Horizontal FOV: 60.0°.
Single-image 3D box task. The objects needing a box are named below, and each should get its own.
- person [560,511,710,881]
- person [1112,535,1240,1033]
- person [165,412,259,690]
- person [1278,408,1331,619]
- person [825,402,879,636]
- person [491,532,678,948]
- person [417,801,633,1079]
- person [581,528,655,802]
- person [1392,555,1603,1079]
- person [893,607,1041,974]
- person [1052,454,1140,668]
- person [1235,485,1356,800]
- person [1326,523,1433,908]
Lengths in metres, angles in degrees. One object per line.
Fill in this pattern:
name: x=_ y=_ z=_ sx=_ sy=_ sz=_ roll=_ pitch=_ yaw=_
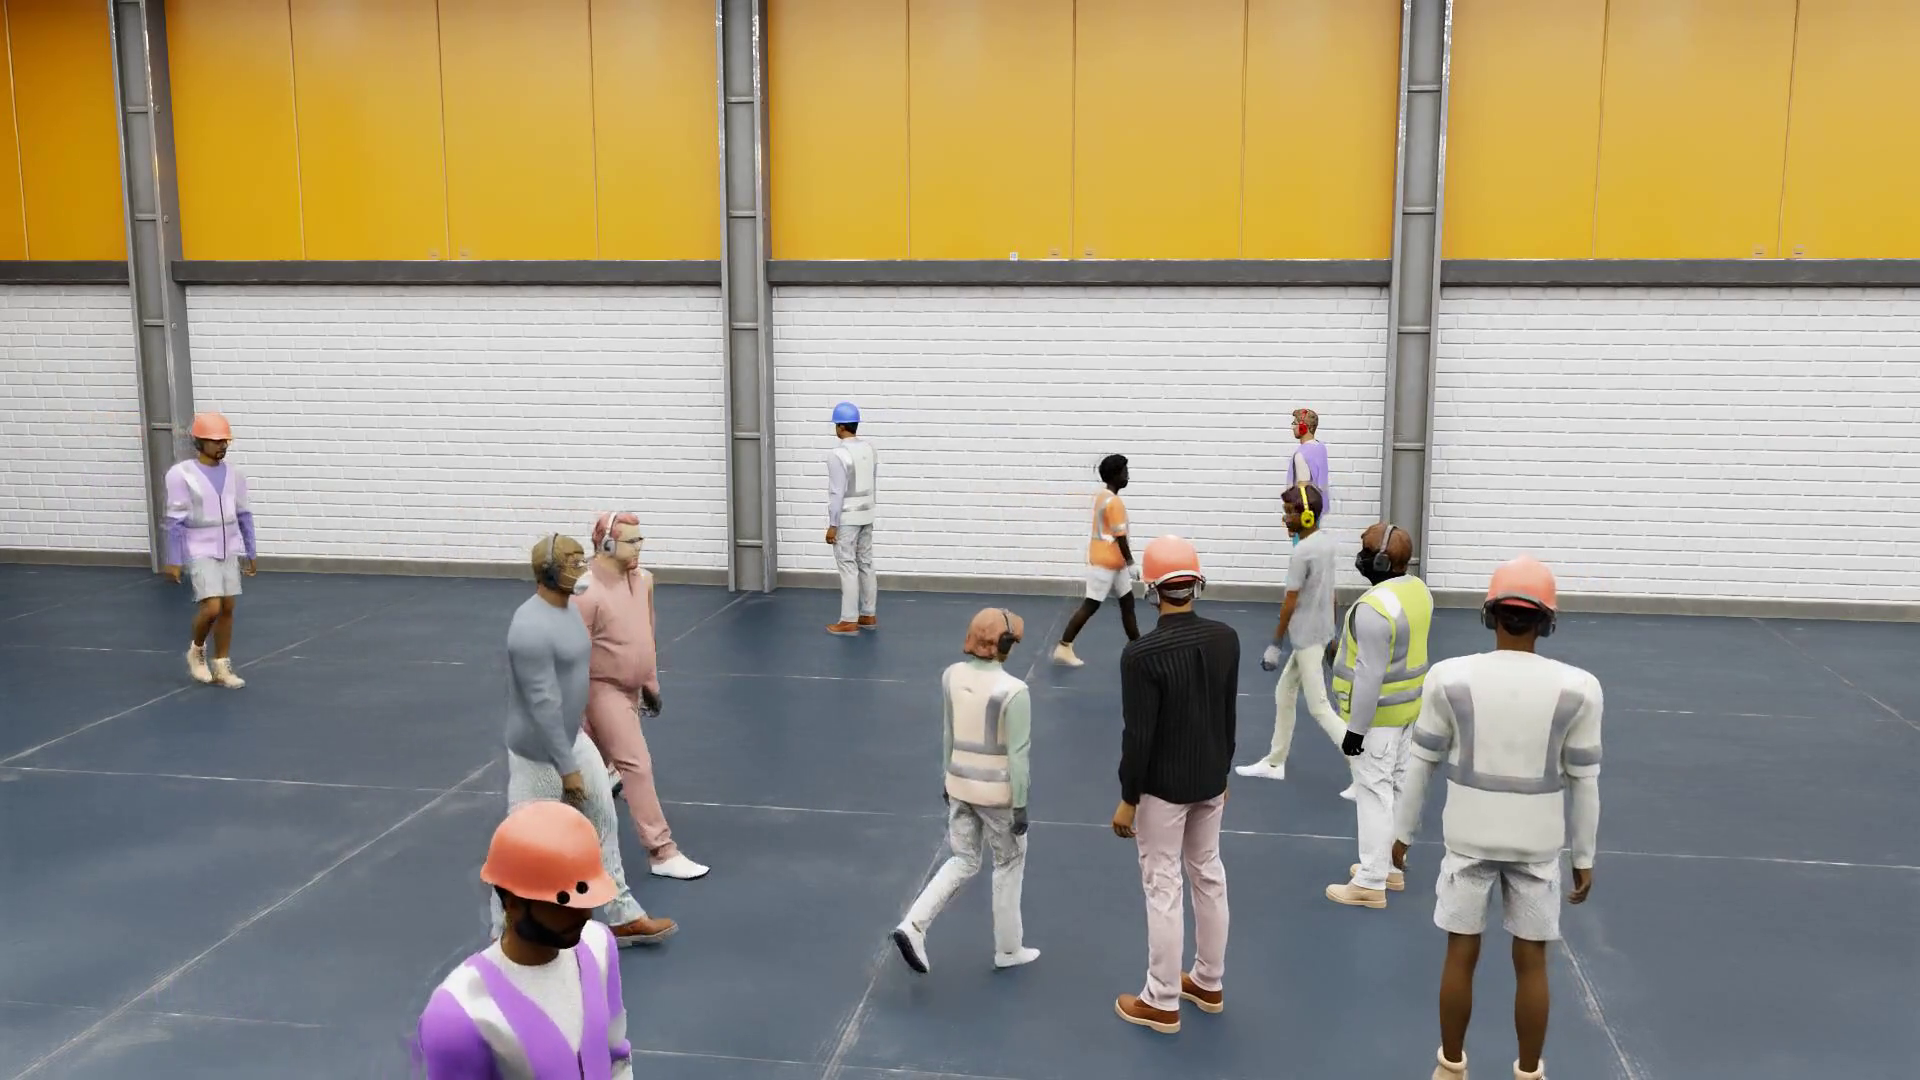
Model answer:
person: x=-1.759 y=0.765 z=8.397 sx=1.011 sy=1.851 sz=0.655 roll=2 pitch=9 yaw=14
person: x=0.854 y=0.970 z=6.667 sx=0.612 sy=1.991 sz=0.391 roll=-7 pitch=11 yaw=-37
person: x=-5.357 y=0.089 z=11.980 sx=0.426 sy=2.027 sz=0.649 roll=5 pitch=11 yaw=30
person: x=3.009 y=-0.217 z=14.433 sx=0.381 sy=1.845 sz=0.570 roll=5 pitch=10 yaw=27
person: x=-0.918 y=-0.179 z=13.883 sx=0.404 sy=1.945 sz=0.615 roll=6 pitch=11 yaw=32
person: x=-1.668 y=0.918 z=7.222 sx=0.920 sy=1.905 sz=0.628 roll=1 pitch=9 yaw=6
person: x=-1.027 y=1.485 z=3.832 sx=0.967 sy=1.898 sz=0.551 roll=4 pitch=10 yaw=24
person: x=-1.969 y=0.700 z=9.447 sx=0.534 sy=1.623 sz=0.370 roll=-7 pitch=11 yaw=-36
person: x=1.924 y=1.063 z=5.984 sx=0.680 sy=2.034 sz=0.413 roll=2 pitch=10 yaw=14
person: x=0.047 y=1.094 z=7.087 sx=0.645 sy=1.619 sz=0.524 roll=-9 pitch=13 yaw=-43
person: x=1.120 y=0.164 z=12.686 sx=0.890 sy=1.653 sz=0.529 roll=0 pitch=9 yaw=2
person: x=2.056 y=0.583 z=9.605 sx=0.895 sy=1.830 sz=0.499 roll=5 pitch=10 yaw=26
person: x=2.000 y=0.831 z=7.977 sx=0.429 sy=1.847 sz=0.626 roll=6 pitch=11 yaw=35
